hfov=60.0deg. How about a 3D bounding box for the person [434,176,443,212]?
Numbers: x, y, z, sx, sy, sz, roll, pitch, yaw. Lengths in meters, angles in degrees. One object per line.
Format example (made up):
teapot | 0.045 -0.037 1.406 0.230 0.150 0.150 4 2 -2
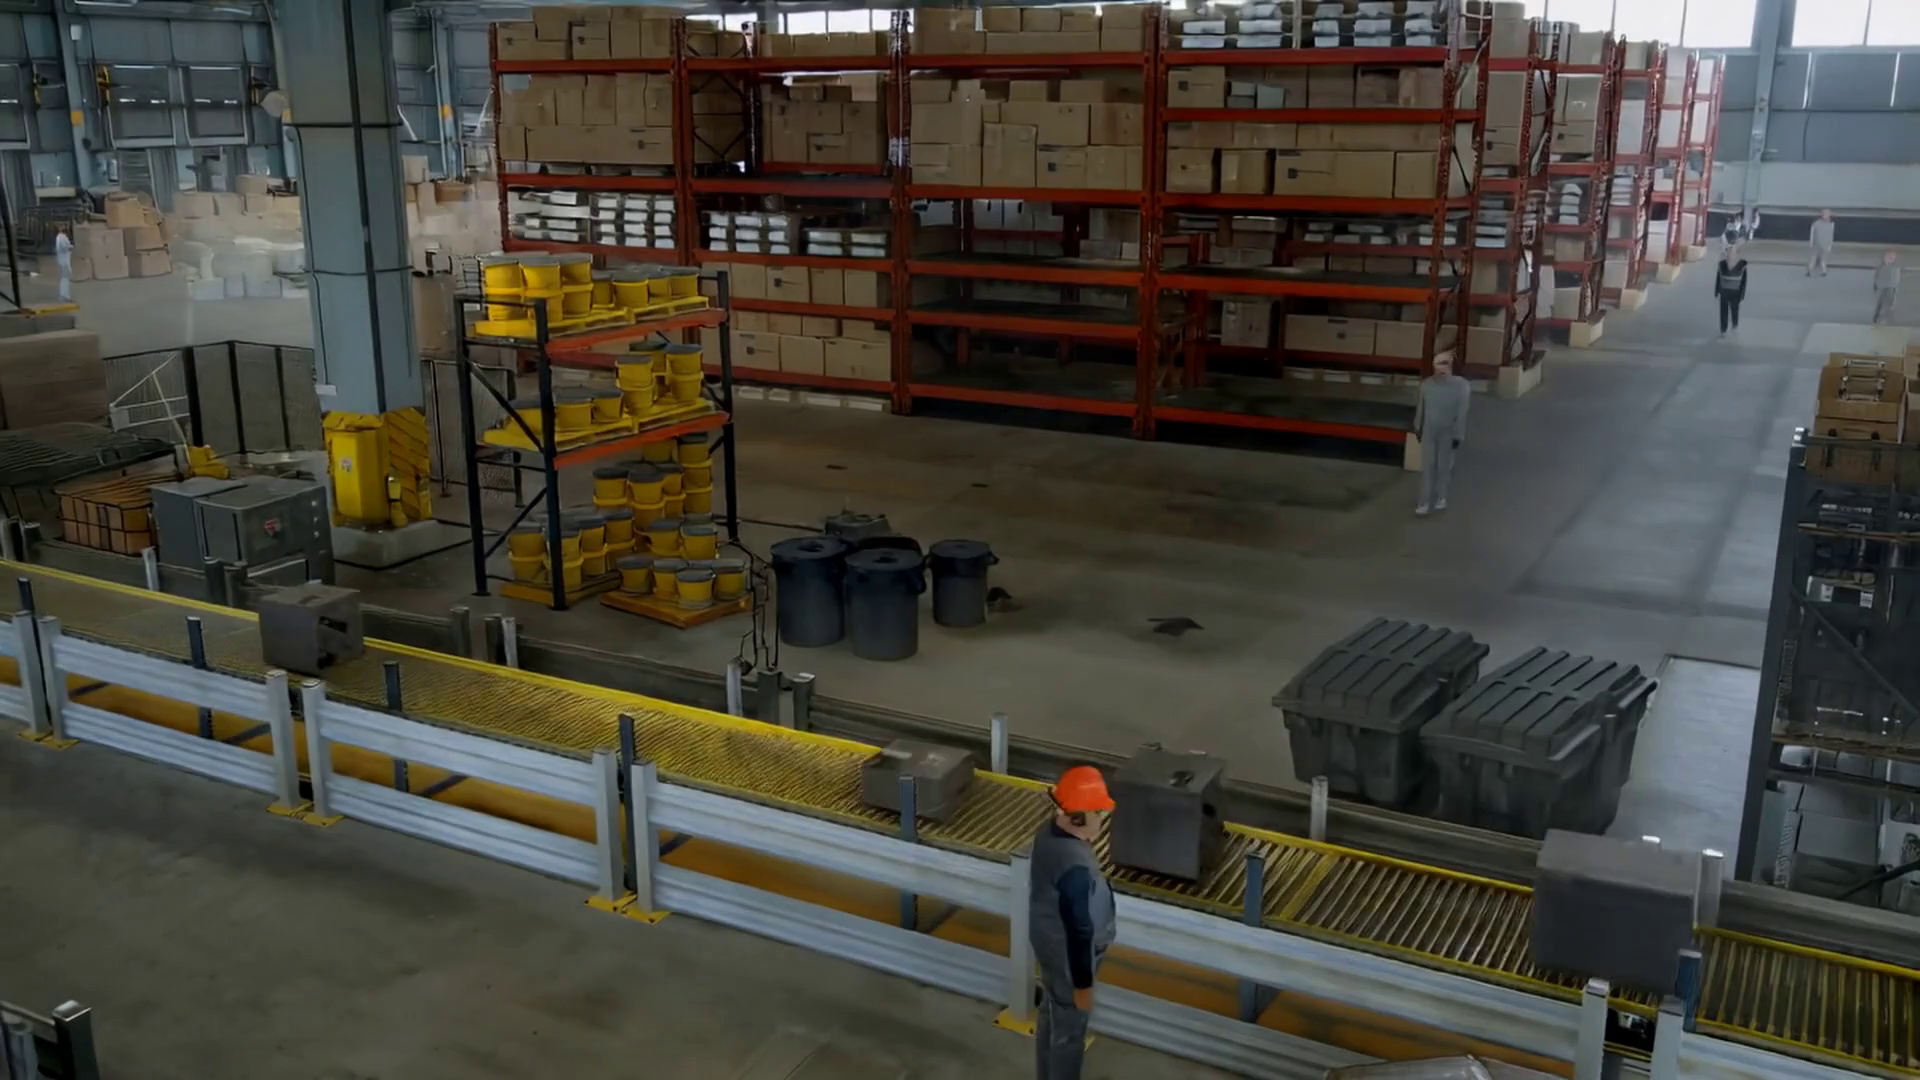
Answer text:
person | -20.111 -13.076 64.169 1.040 1.879 0.657 3 15 12

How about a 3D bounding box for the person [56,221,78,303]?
person | -21.517 -6.692 40.052 0.400 1.952 0.618 -9 17 -30

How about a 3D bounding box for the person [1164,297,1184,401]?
person | 3.466 -3.113 27.075 0.316 1.694 0.541 -3 15 -11

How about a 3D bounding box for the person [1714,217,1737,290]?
person | 19.703 -7.349 42.708 0.564 1.845 0.389 -10 18 -33

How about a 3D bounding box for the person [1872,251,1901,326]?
person | 20.018 -5.451 35.988 0.559 1.625 0.403 3 15 12

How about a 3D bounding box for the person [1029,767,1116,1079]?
person | 0.532 1.931 7.852 0.403 1.827 0.601 -3 15 -10

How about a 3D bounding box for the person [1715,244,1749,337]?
person | 15.884 -5.139 34.291 0.598 1.903 0.442 12 19 39

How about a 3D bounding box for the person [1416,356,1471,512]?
person | 5.676 -1.245 19.726 0.631 1.855 0.941 7 17 25

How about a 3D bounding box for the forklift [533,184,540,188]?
forklift | -16.107 -13.583 64.162 1.873 2.768 1.129 6 16 22

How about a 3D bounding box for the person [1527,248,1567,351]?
person | 11.437 -4.620 32.136 0.902 2.004 0.634 4 15 14

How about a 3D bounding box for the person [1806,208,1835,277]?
person | 23.717 -8.196 45.850 0.944 1.868 0.650 -13 20 -40

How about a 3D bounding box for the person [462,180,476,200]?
person | -17.887 -12.204 60.891 0.558 1.877 1.019 7 17 26

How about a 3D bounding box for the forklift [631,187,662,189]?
forklift | -9.051 -9.350 48.249 1.129 2.768 1.873 -6 16 -21

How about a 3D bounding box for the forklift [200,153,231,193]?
forklift | -27.436 -12.866 61.465 1.873 2.768 1.129 8 17 28

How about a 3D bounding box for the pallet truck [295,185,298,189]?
pallet truck | -26.804 -14.617 69.738 1.885 1.965 0.823 -14 20 -42
